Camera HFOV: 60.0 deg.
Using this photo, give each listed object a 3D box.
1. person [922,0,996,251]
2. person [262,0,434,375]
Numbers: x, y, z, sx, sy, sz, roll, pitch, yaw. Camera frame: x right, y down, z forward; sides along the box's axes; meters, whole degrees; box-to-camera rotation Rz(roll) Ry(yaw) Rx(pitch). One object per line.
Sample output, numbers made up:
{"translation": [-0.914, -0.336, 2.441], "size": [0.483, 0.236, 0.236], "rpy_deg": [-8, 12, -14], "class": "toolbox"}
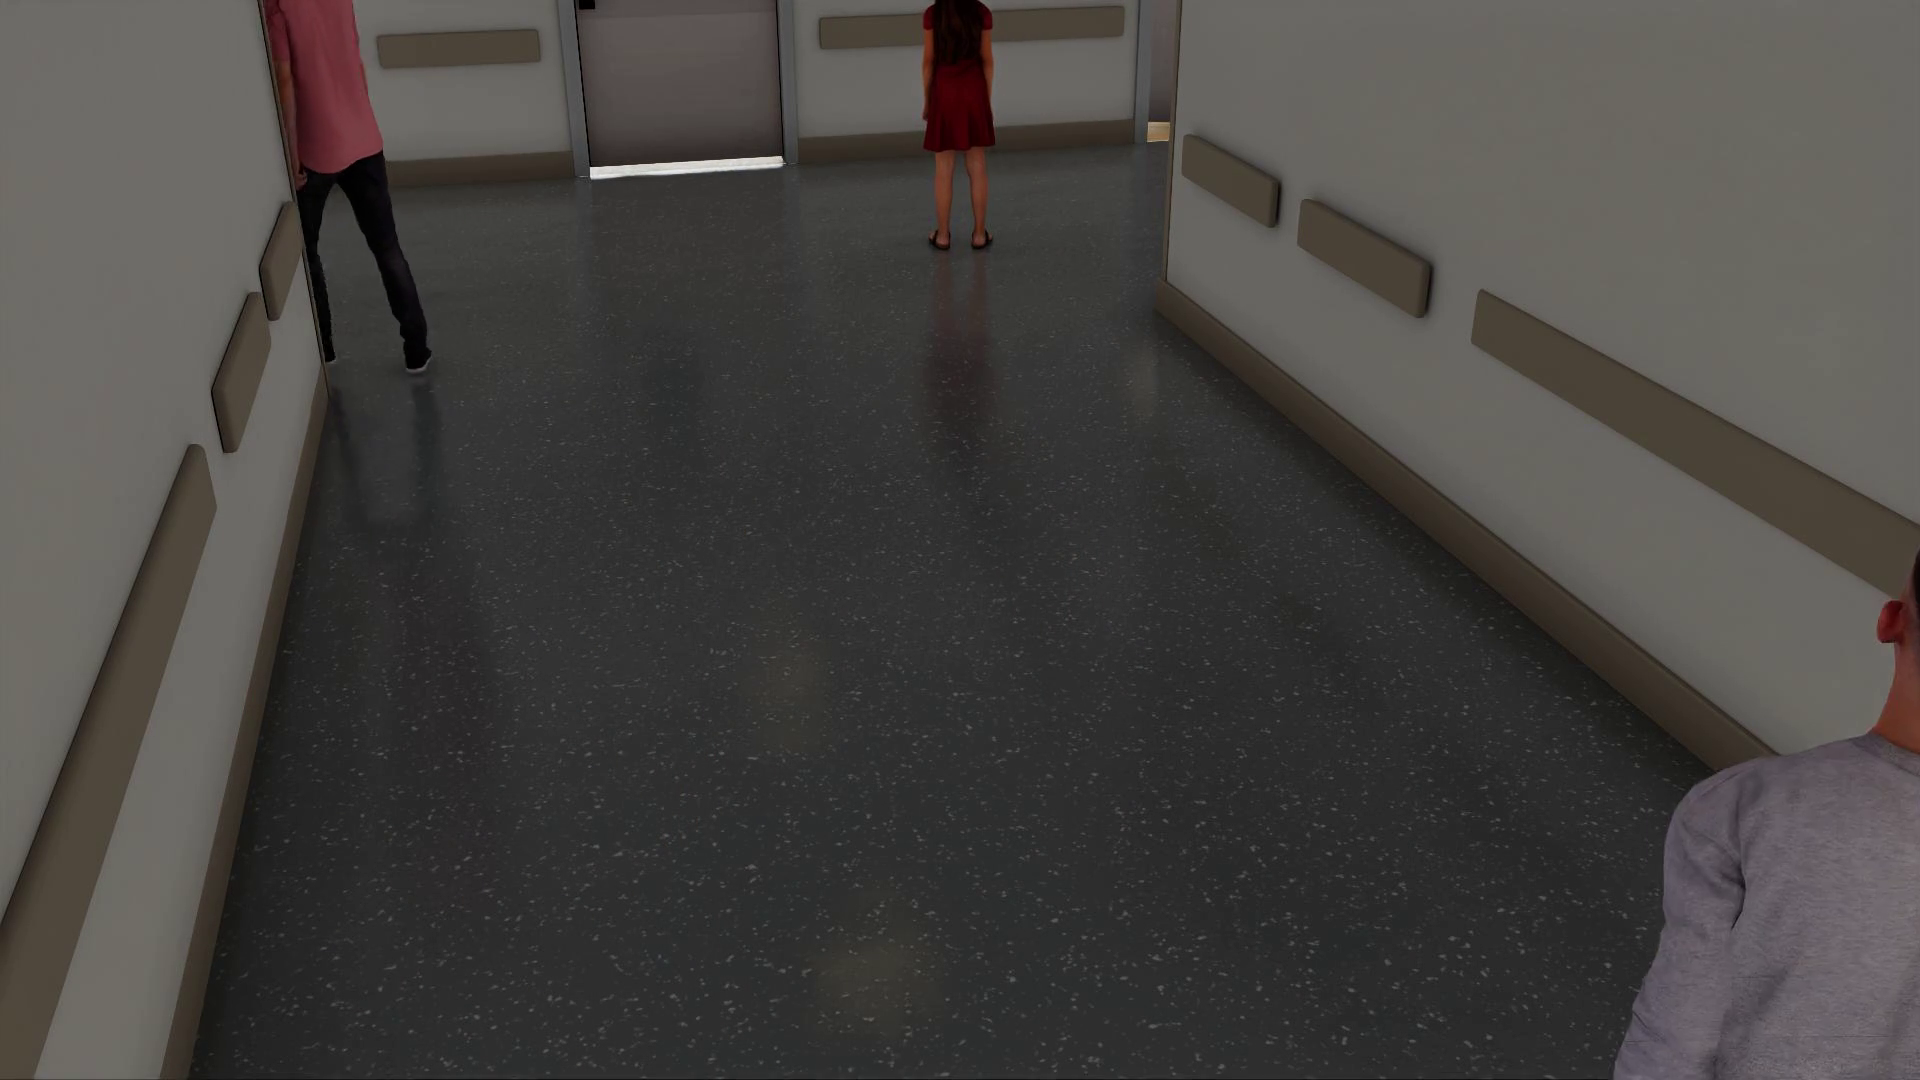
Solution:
{"translation": [-0.010, -2.314, 8.725], "size": [0.600, 1.552, 0.660], "rpy_deg": [-1, 26, -1], "class": "person"}
{"translation": [-2.496, -1.574, 6.750], "size": [1.070, 1.937, 1.011], "rpy_deg": [18, 31, 32], "class": "person"}
